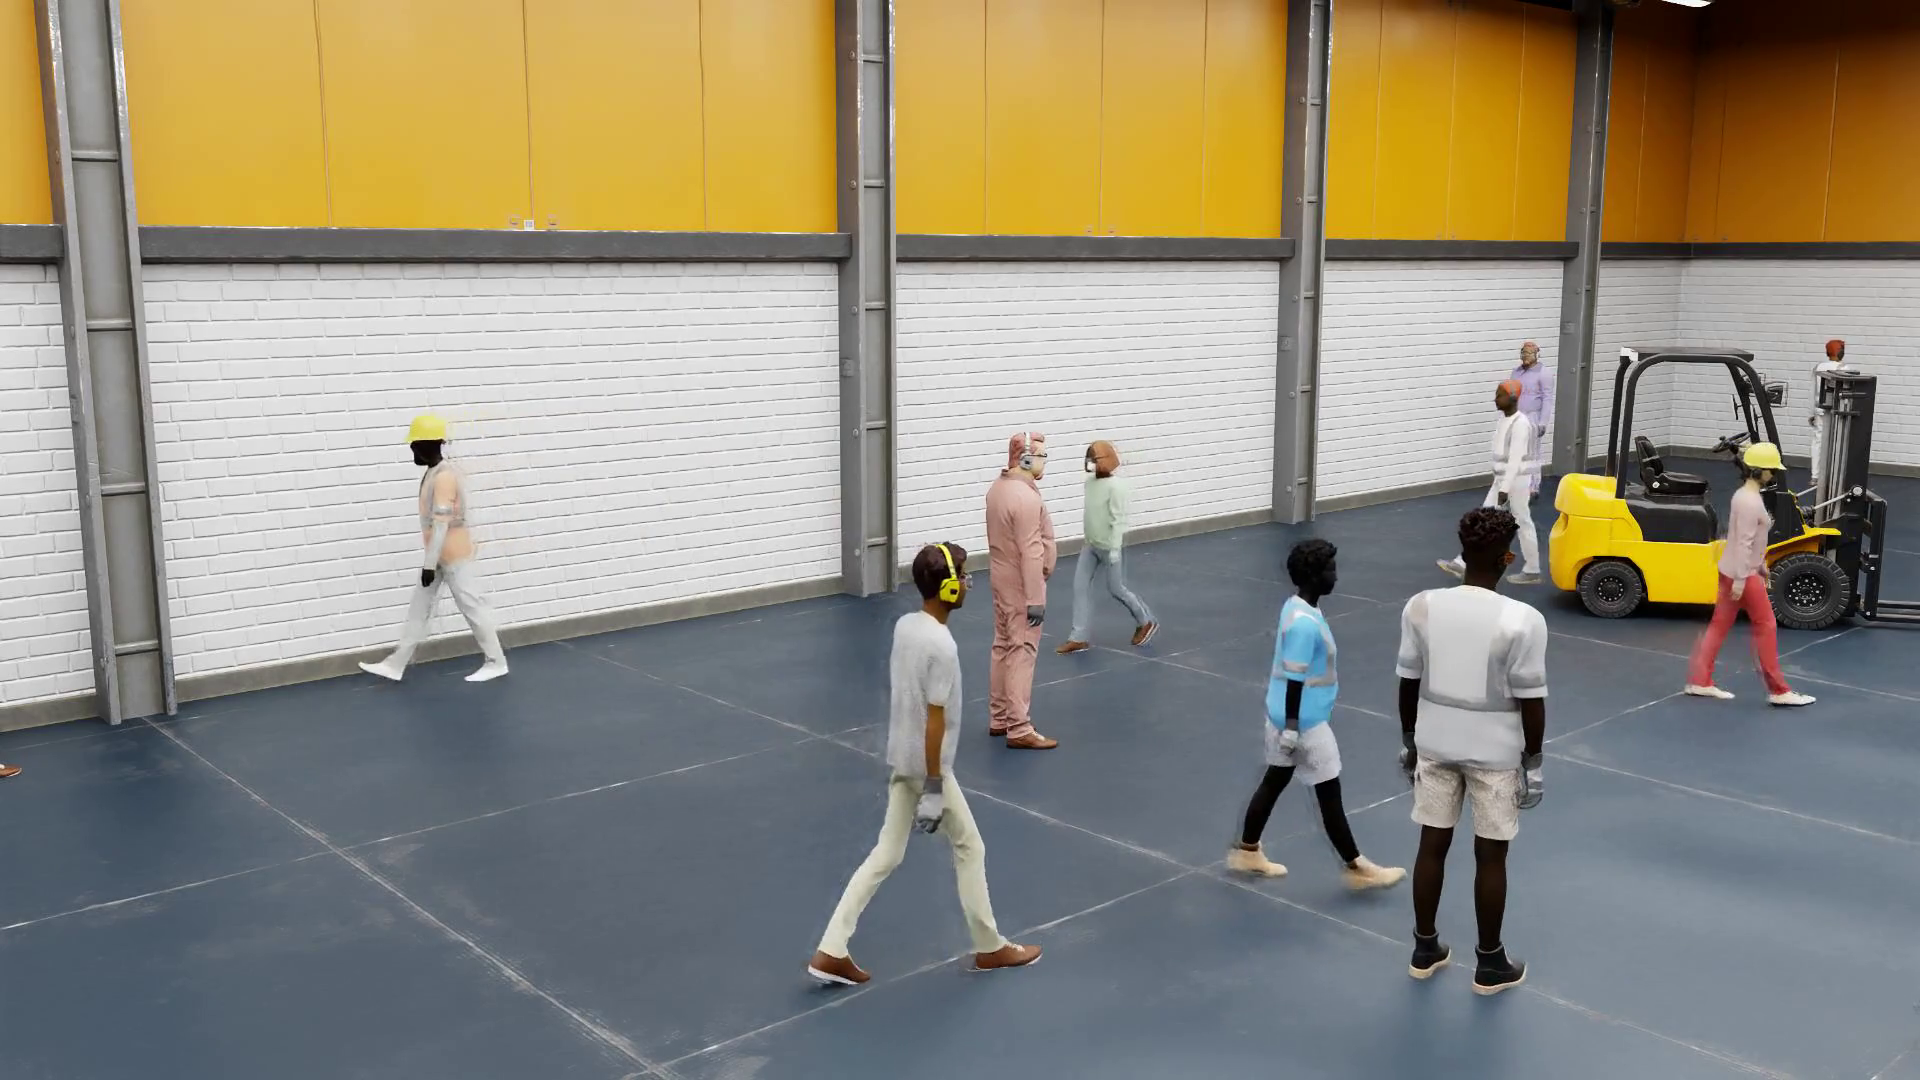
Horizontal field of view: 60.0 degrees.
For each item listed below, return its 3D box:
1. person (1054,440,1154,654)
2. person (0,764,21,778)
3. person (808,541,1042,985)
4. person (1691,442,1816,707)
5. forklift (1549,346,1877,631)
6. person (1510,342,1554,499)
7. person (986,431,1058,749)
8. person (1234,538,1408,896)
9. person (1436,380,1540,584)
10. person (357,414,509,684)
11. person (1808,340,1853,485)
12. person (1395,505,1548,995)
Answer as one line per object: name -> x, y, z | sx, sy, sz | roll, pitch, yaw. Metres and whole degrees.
person -> 1.104, 0.039, 12.393 | 0.808, 1.599, 0.513 | -5, 11, -29
person -> -5.619, 0.422, 9.364 | 0.518, 1.874, 0.330 | 9, 13, 42
person -> -0.178, 0.905, 6.706 | 0.989, 1.824, 0.539 | -5, 11, -26
person -> 5.260, 0.232, 10.890 | 0.817, 1.736, 0.527 | 3, 10, 17
forklift -> 6.109, -0.478, 13.691 | 2.313, 2.155, 1.214 | 3, 10, 16
person -> 6.862, -1.450, 20.206 | 0.409, 1.911, 0.651 | -5, 11, -27
person -> 0.385, 0.295, 10.013 | 0.402, 1.904, 0.652 | -3, 10, -16
person -> 1.668, 0.811, 7.706 | 0.792, 1.655, 0.546 | 1, 10, 6
person -> 4.802, -0.503, 14.870 | 0.955, 1.836, 0.611 | 0, 10, -2
person -> -3.602, 0.081, 11.364 | 1.009, 1.870, 0.609 | -5, 11, -26
person -> 11.122, -1.611, 21.279 | 0.405, 1.883, 0.598 | -5, 11, -28
person -> 2.054, 0.833, 6.683 | 0.612, 1.963, 0.361 | 8, 13, 40
